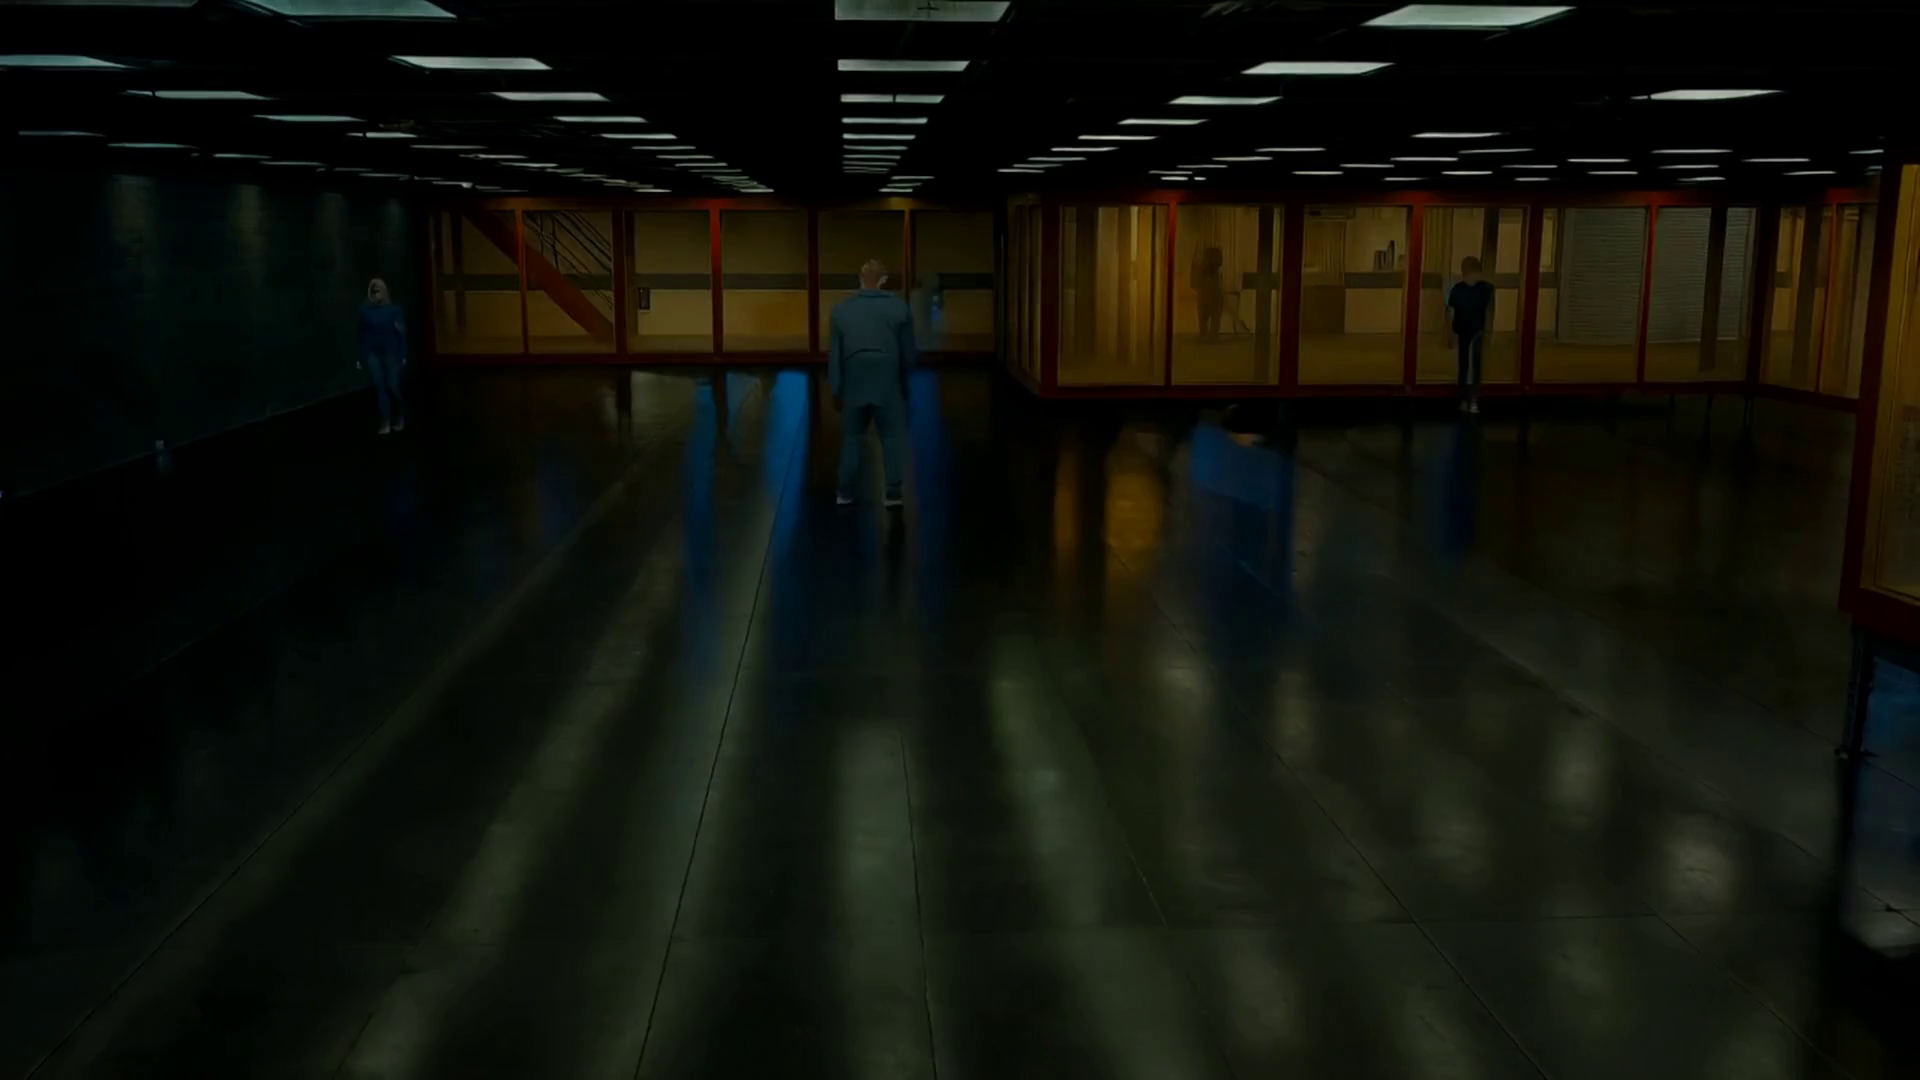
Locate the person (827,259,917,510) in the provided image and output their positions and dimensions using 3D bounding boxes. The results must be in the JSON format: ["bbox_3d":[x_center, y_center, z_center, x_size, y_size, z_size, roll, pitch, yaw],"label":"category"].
[{"bbox_3d":[-0.661,-1.153,12.475,0.670,1.888,0.400,1,11,8],"label":"person"}]

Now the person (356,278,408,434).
[{"bbox_3d":[-5.962,-1.887,17.155,0.502,1.622,0.360,1,11,4],"label":"person"}]

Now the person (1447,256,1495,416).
[{"bbox_3d":[5.843,-2.322,18.970,0.553,1.814,0.978,3,11,13],"label":"person"}]
